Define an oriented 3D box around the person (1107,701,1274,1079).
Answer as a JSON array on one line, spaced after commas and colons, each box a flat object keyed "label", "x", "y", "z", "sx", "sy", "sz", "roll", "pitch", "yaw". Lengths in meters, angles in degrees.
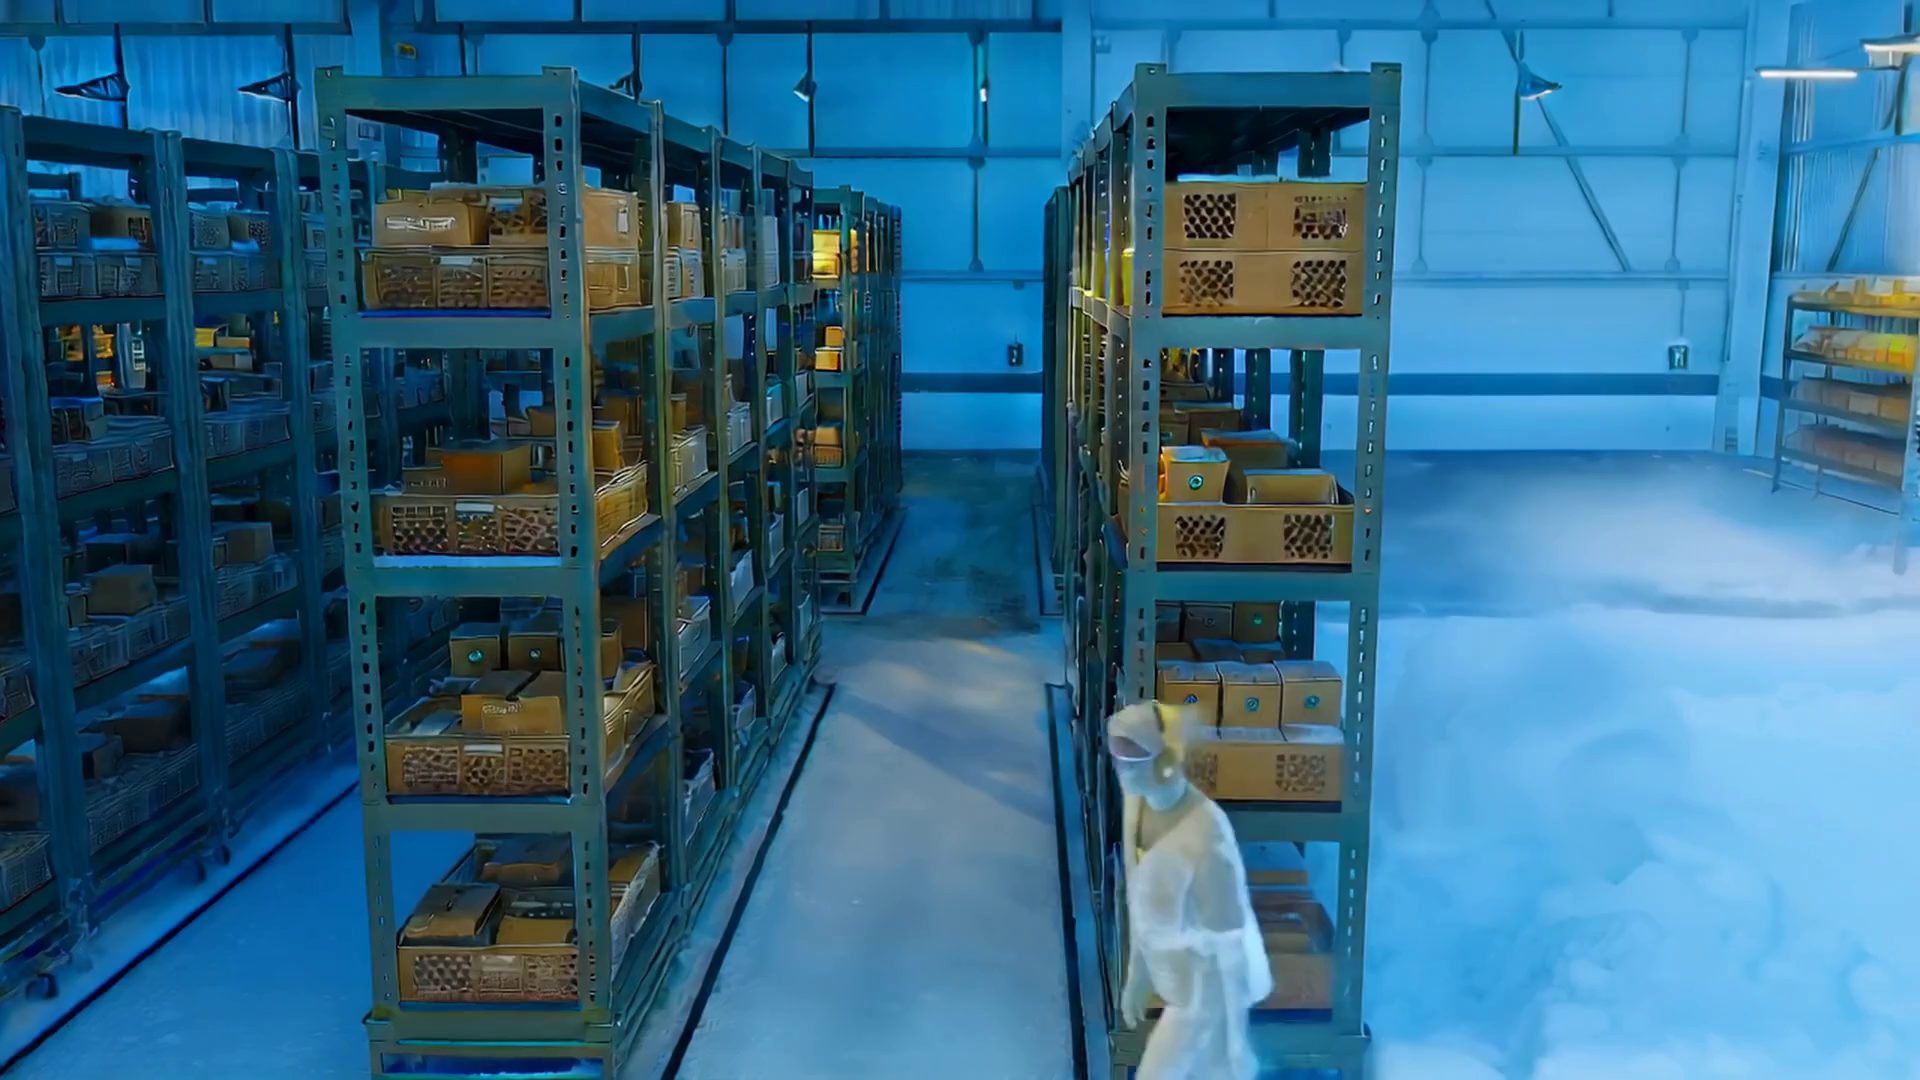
[{"label": "person", "x": 0.794, "y": 1.321, "z": 4.914, "sx": 0.846, "sy": 1.785, "sz": 0.554, "roll": -1, "pitch": 10, "yaw": -7}]
